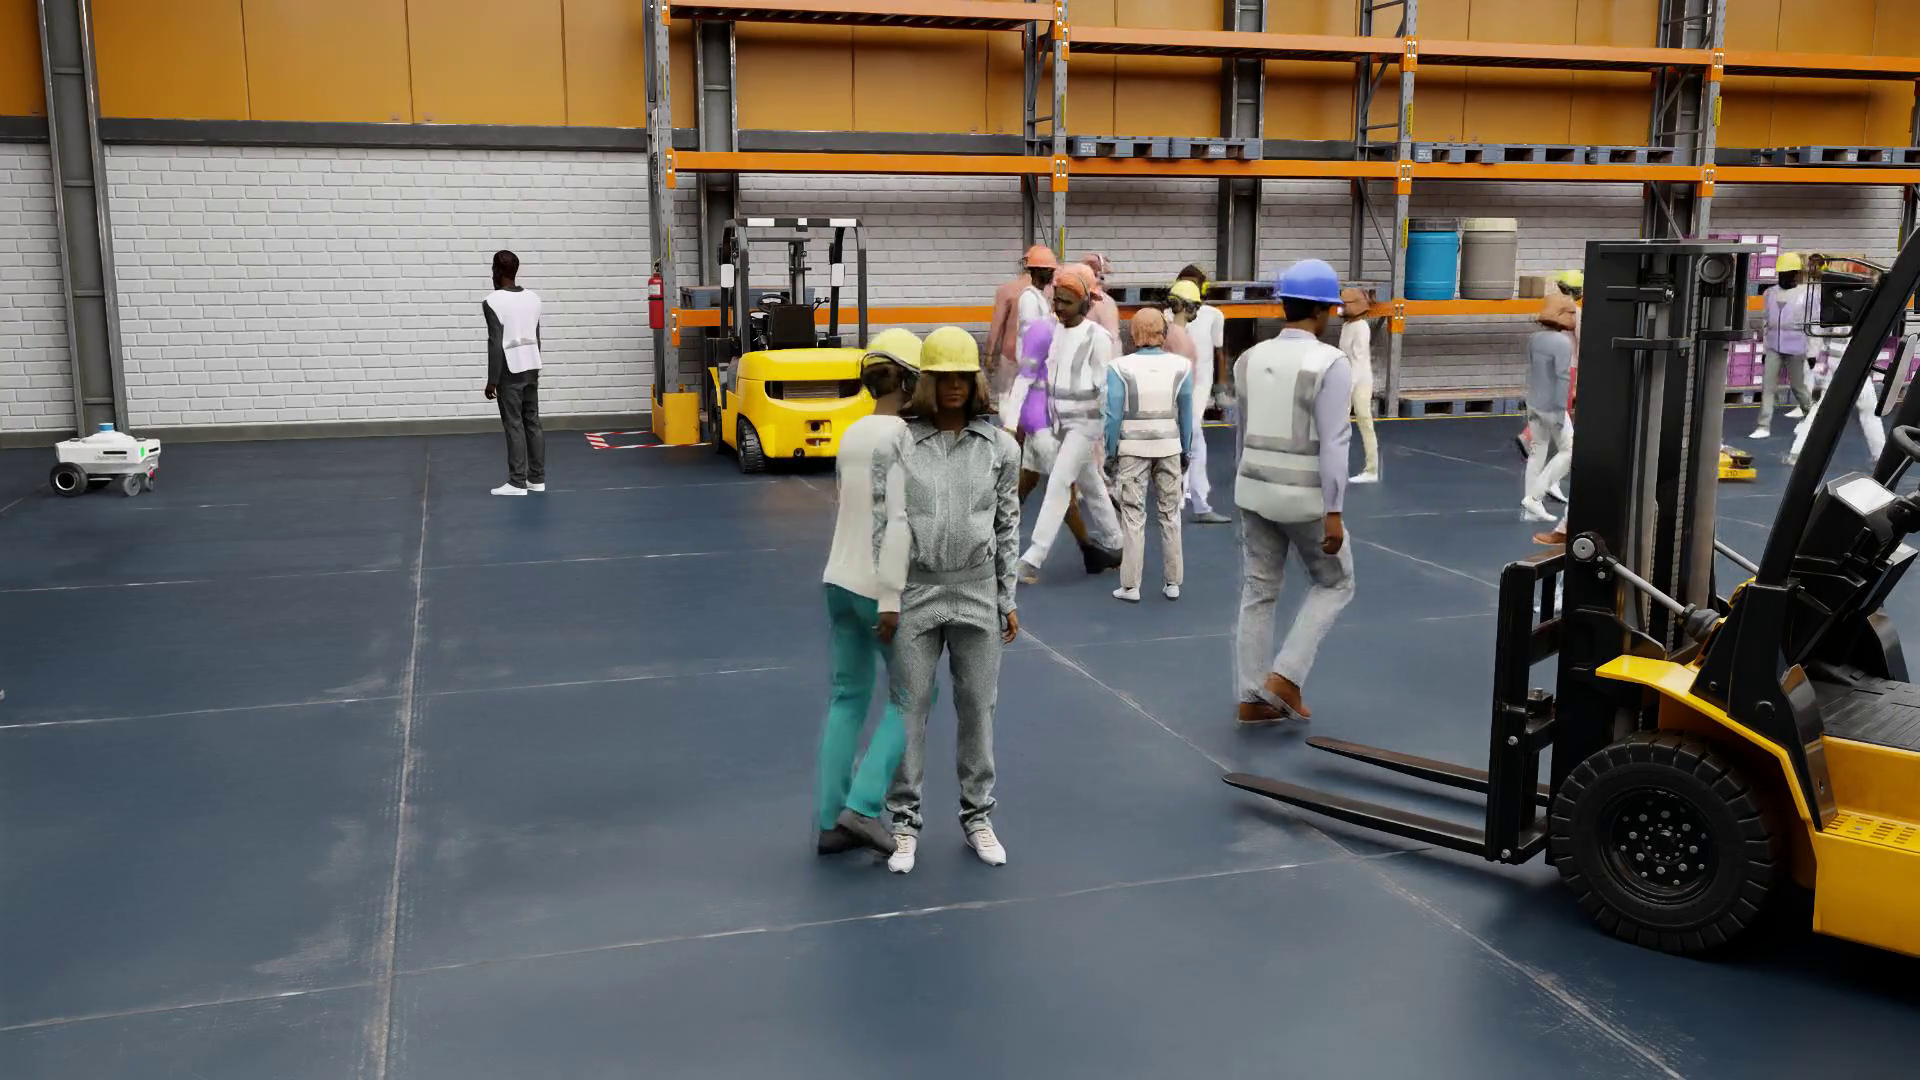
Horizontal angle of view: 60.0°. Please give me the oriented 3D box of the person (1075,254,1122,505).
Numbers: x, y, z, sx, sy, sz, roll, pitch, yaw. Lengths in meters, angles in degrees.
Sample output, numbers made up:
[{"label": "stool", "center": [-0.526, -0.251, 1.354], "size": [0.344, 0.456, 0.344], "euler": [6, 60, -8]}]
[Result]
[{"label": "person", "center": [1.042, -1.206, 12.629], "size": [0.482, 1.896, 0.700], "euler": [-7, 12, -33]}]

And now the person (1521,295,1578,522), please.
[{"label": "person", "center": [4.175, -0.917, 11.741], "size": [0.342, 1.615, 0.518], "euler": [-2, 11, -11]}]

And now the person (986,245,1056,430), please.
[{"label": "person", "center": [0.583, -1.679, 15.067], "size": [0.699, 1.957, 0.456], "euler": [-2, 10, -9]}]

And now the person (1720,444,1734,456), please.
[{"label": "person", "center": [6.107, -1.479, 14.078], "size": [0.930, 1.905, 0.639], "euler": [7, 13, 35]}]

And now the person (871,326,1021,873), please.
[{"label": "person", "center": [-0.039, 0.194, 5.320], "size": [0.487, 1.746, 0.287], "euler": [-2, 11, -11]}]

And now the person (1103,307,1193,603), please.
[{"label": "person", "center": [1.044, -0.464, 9.226], "size": [0.518, 1.636, 0.312], "euler": [-2, 11, -13]}]

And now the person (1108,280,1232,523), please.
[{"label": "person", "center": [1.480, -0.969, 11.762], "size": [0.809, 1.723, 0.529], "euler": [-1, 10, -6]}]

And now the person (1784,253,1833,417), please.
[{"label": "person", "center": [9.694, -2.306, 18.765], "size": [0.725, 1.851, 0.517], "euler": [-3, 11, -14]}]

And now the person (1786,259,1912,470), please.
[{"label": "person", "center": [7.733, -1.507, 14.416], "size": [0.985, 1.835, 0.586], "euler": [2, 11, 11]}]

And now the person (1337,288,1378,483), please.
[{"label": "person", "center": [3.118, -1.256, 13.640], "size": [0.770, 1.595, 0.524], "euler": [-1, 10, -7]}]

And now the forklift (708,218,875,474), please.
[{"label": "forklift", "center": [-1.522, -1.778, 14.899], "size": [1.214, 2.155, 2.313], "euler": [-3, 11, -17]}]

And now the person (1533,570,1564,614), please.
[{"label": "person", "center": [3.549, -0.379, 8.847], "size": [0.805, 1.611, 0.519], "euler": [-2, 10, -10]}]

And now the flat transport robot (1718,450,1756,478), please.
[{"label": "flat transport robot", "center": [6.307, -0.729, 14.422], "size": [0.652, 0.197, 1.431], "euler": [1, 10, 5]}]

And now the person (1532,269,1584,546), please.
[{"label": "person", "center": [4.233, -0.903, 10.726], "size": [0.835, 1.973, 0.624], "euler": [5, 11, 26]}]

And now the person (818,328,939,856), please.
[{"label": "person", "center": [-0.263, 0.177, 5.471], "size": [0.539, 1.715, 0.556], "euler": [-7, 12, -34]}]

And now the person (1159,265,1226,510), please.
[{"label": "person", "center": [1.727, -1.158, 12.556], "size": [0.505, 1.806, 1.033], "euler": [6, 12, 32]}]

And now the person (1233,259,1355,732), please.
[{"label": "person", "center": [1.350, -0.164, 6.761], "size": [0.488, 1.925, 0.650], "euler": [-8, 13, -37]}]

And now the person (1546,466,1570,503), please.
[{"label": "person", "center": [4.817, -1.061, 12.583], "size": [0.757, 1.602, 0.516], "euler": [-1, 10, -6]}]

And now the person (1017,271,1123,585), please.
[{"label": "person", "center": [0.659, -0.658, 9.790], "size": [1.019, 1.826, 0.617], "euler": [-5, 11, -25]}]

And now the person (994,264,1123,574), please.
[{"label": "person", "center": [0.539, -0.717, 9.998], "size": [0.980, 1.857, 0.612], "euler": [4, 11, 23]}]

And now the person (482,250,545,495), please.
[{"label": "person", "center": [-3.496, -1.306, 13.065], "size": [0.399, 1.920, 0.590], "euler": [5, 11, 25]}]

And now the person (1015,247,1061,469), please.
[{"label": "person", "center": [0.683, -1.573, 14.504], "size": [0.388, 1.930, 0.547], "euler": [3, 11, 14]}]

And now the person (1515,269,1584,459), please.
[{"label": "person", "center": [5.414, -1.586, 15.102], "size": [0.795, 1.743, 0.536], "euler": [-3, 11, -15]}]

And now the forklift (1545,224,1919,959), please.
[{"label": "forklift", "center": [2.909, 0.117, 4.508], "size": [2.313, 2.155, 1.214], "euler": [9, 14, 40]}]

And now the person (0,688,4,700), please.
[{"label": "person", "center": [-4.408, -0.176, 7.144], "size": [0.591, 1.825, 0.403], "euler": [9, 14, 40]}]

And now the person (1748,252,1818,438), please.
[{"label": "person", "center": [8.461, -1.975, 16.885], "size": [0.931, 1.887, 0.596], "euler": [-7, 12, -33]}]

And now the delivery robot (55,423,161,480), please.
[{"label": "delivery robot", "center": [-6.712, -0.680, 13.121], "size": [0.707, 0.478, 0.477], "euler": [0, 10, -2]}]
